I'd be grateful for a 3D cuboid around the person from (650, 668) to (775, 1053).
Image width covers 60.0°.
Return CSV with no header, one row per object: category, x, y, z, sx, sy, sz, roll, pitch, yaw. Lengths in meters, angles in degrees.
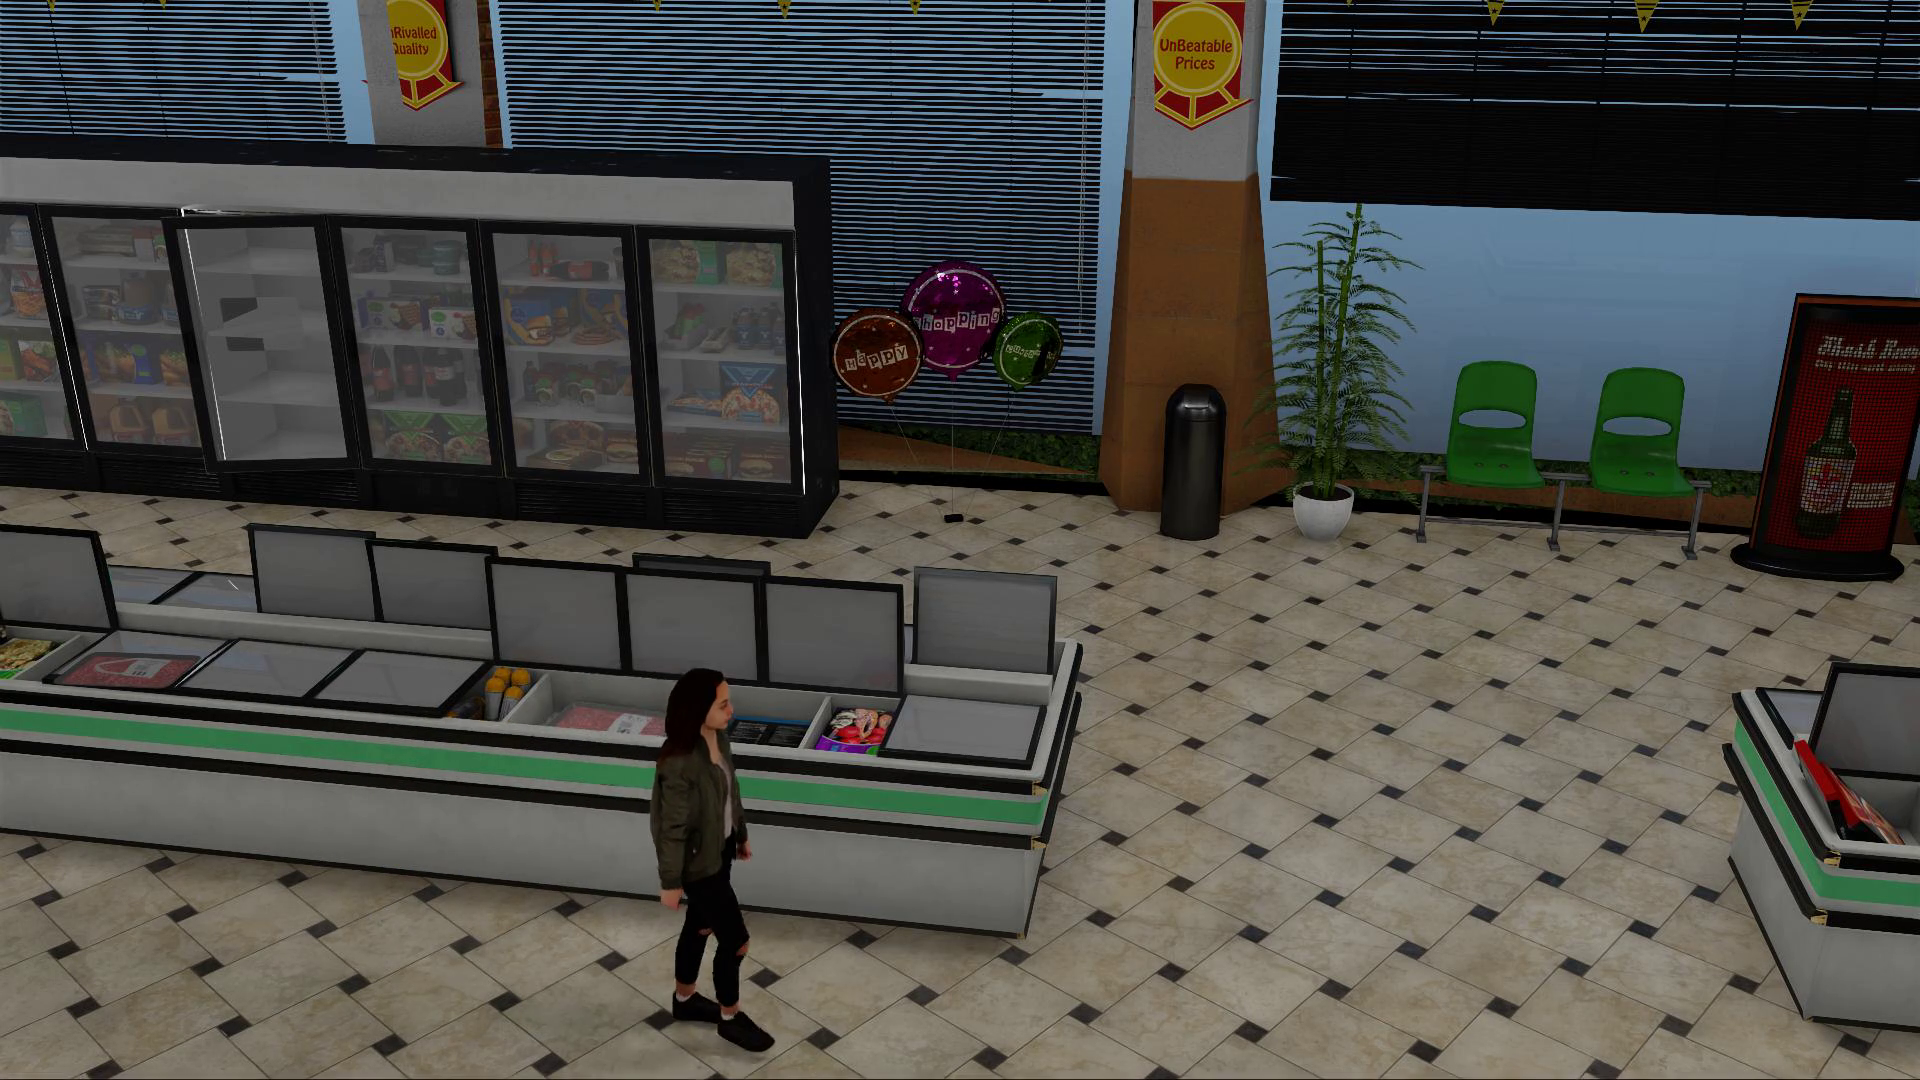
person,-0.992,1.133,5.962,0.681,1.464,0.622,5,22,13
